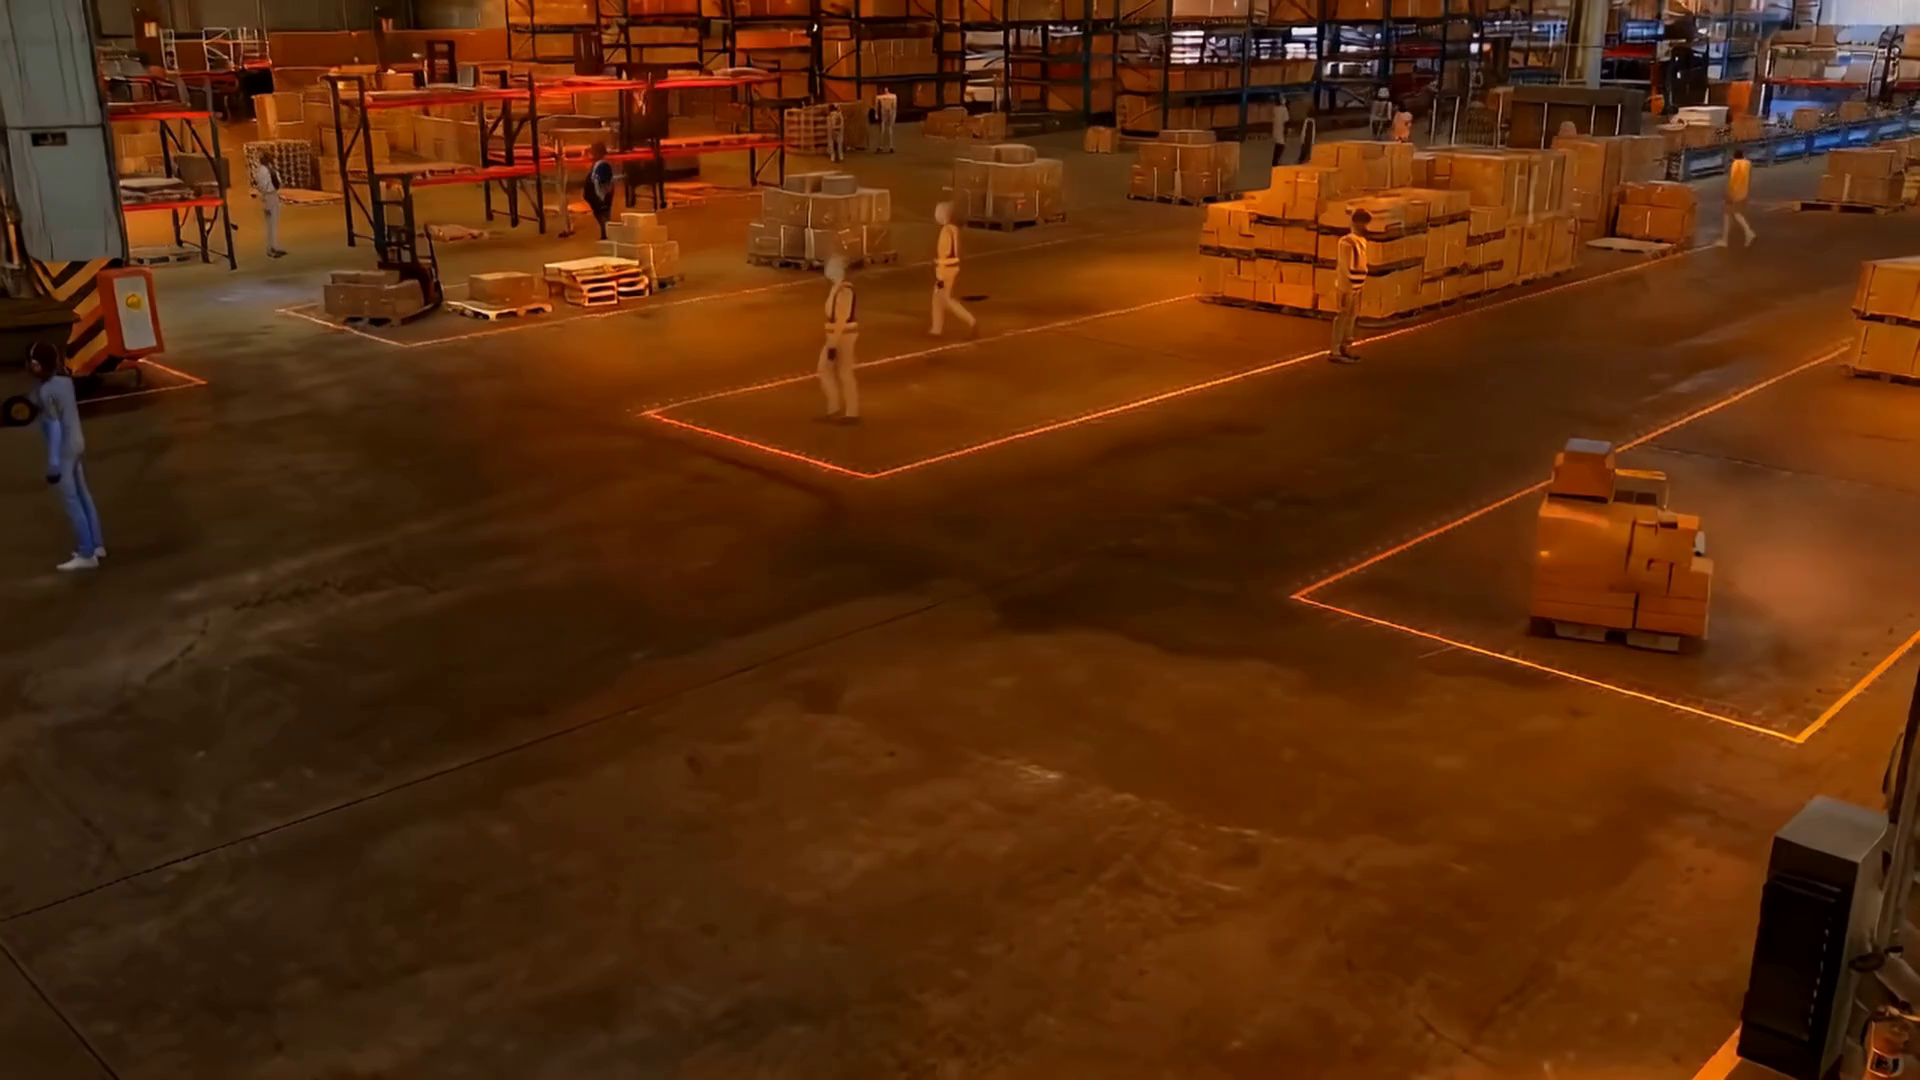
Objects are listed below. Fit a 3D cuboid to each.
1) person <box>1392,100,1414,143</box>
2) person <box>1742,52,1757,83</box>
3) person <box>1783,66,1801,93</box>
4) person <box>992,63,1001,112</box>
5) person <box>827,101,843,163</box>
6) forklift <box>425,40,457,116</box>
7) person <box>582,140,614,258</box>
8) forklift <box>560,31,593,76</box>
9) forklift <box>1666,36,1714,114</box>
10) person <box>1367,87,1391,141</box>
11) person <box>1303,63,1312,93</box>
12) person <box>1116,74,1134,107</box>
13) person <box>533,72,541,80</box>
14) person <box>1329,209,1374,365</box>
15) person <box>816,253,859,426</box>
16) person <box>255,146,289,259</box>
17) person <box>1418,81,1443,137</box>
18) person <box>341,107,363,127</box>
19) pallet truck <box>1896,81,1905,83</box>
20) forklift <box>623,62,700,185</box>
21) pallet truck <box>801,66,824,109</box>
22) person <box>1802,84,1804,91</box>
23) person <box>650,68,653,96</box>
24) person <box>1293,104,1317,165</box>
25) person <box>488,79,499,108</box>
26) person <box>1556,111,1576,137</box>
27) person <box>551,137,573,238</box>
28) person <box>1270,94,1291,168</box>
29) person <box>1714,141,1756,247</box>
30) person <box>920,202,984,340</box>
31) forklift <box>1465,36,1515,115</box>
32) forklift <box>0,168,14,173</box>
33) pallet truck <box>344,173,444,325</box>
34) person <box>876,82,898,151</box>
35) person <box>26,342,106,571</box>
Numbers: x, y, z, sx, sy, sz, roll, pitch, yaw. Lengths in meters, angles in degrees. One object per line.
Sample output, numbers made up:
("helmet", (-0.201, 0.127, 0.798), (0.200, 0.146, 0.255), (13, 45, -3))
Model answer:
("person", (11.791, -10.851, 44.342), (0.552, 1.671, 0.683), (4, 19, 12))
("person", (36.345, -21.572, 76.601), (0.527, 1.718, 0.923), (17, 25, 41))
("person", (33.894, -18.673, 67.655), (1.010, 1.847, 0.666), (-12, 22, -32))
("person", (1.339, -16.362, 60.551), (0.373, 1.940, 0.628), (2, 19, 7))
("person", (-3.365, -10.986, 44.816), (0.512, 1.642, 0.312), (-15, 23, -38))
("forklift", (-17.704, -15.690, 57.052), (1.873, 2.768, 1.129), (17, 25, 41))
("person", (-6.267, -5.894, 28.852), (0.538, 2.000, 0.683), (-5, 19, -14))
("forklift", (-15.607, -19.587, 68.793), (1.129, 2.768, 1.873), (17, 25, 41))
("forklift", (27.341, -17.291, 61.877), (1.129, 2.768, 1.873), (17, 25, 41))
("person", (11.322, -11.273, 45.152), (0.670, 1.977, 0.947), (12, 22, 31))
("person", (14.216, -18.698, 68.065), (0.279, 1.631, 0.504), (16, 24, 40))
("person", (5.522, -14.442, 54.746), (0.994, 1.942, 0.644), (-15, 24, -38))
("person", (-13.794, -14.325, 54.468), (0.682, 1.898, 0.568), (-3, 19, -10))
("person", (4.918, -3.174, 20.826), (0.425, 1.938, 0.604), (12, 22, 32))
("person", (-1.336, -2.116, 17.738), (0.571, 1.864, 0.581), (-5, 19, -16))
("person", (-11.998, -5.872, 28.964), (0.377, 1.923, 0.595), (-1, 18, -3))
("person", (15.040, -13.670, 52.772), (0.898, 1.726, 0.523), (-12, 22, -31))
("person", (-14.822, -9.739, 40.808), (0.664, 1.805, 0.759), (-1, 18, -2))
("pallet truck", (34.802, -16.331, 61.455), (0.653, 1.274, 1.630), (17, 25, 41))
("forklift", (-7.392, -10.124, 40.283), (1.129, 2.768, 1.873), (17, 25, 41))
("pallet truck", (-4.812, -15.182, 56.903), (0.823, 1.965, 1.885), (-9, 21, -26))
("person", (31.630, -16.809, 62.125), (0.594, 1.801, 0.783), (-10, 21, -28))
("person", (-11.900, -17.515, 64.401), (0.534, 1.697, 0.322), (-17, 25, -41))
("person", (8.437, -9.621, 40.355), (0.992, 1.874, 0.608), (4, 19, 11))
("person", (-15.364, -14.348, 54.862), (0.449, 1.685, 0.548), (8, 20, 24))
("person", (13.772, -8.899, 38.191), (0.653, 1.855, 0.964), (-17, 25, -41))
("person", (-7.523, -6.642, 31.374), (0.312, 1.869, 0.537), (-5, 19, -13))
("person", (8.313, -10.615, 43.254), (0.462, 1.940, 0.680), (-4, 19, -11))
("person", (14.106, -6.232, 30.064), (0.562, 1.917, 0.679), (-9, 20, -25))
("person", (-0.110, -3.547, 22.077), (0.815, 1.860, 0.583), (3, 19, 8))
("forklift", (19.973, -17.201, 61.605), (1.873, 2.768, 1.129), (16, 24, 40))
("forklift", (-24.914, -10.604, 41.730), (1.129, 2.768, 1.873), (17, 25, 41))
("pallet truck", (-8.209, -4.181, 23.757), (0.823, 1.965, 1.885), (3, 19, 9))
("person", (-2.123, -12.282, 48.261), (0.631, 1.936, 0.362), (-1, 18, -3))
("person", (-7.225, -0.672, 13.395), (0.319, 1.865, 0.521), (-2, 18, -5))
